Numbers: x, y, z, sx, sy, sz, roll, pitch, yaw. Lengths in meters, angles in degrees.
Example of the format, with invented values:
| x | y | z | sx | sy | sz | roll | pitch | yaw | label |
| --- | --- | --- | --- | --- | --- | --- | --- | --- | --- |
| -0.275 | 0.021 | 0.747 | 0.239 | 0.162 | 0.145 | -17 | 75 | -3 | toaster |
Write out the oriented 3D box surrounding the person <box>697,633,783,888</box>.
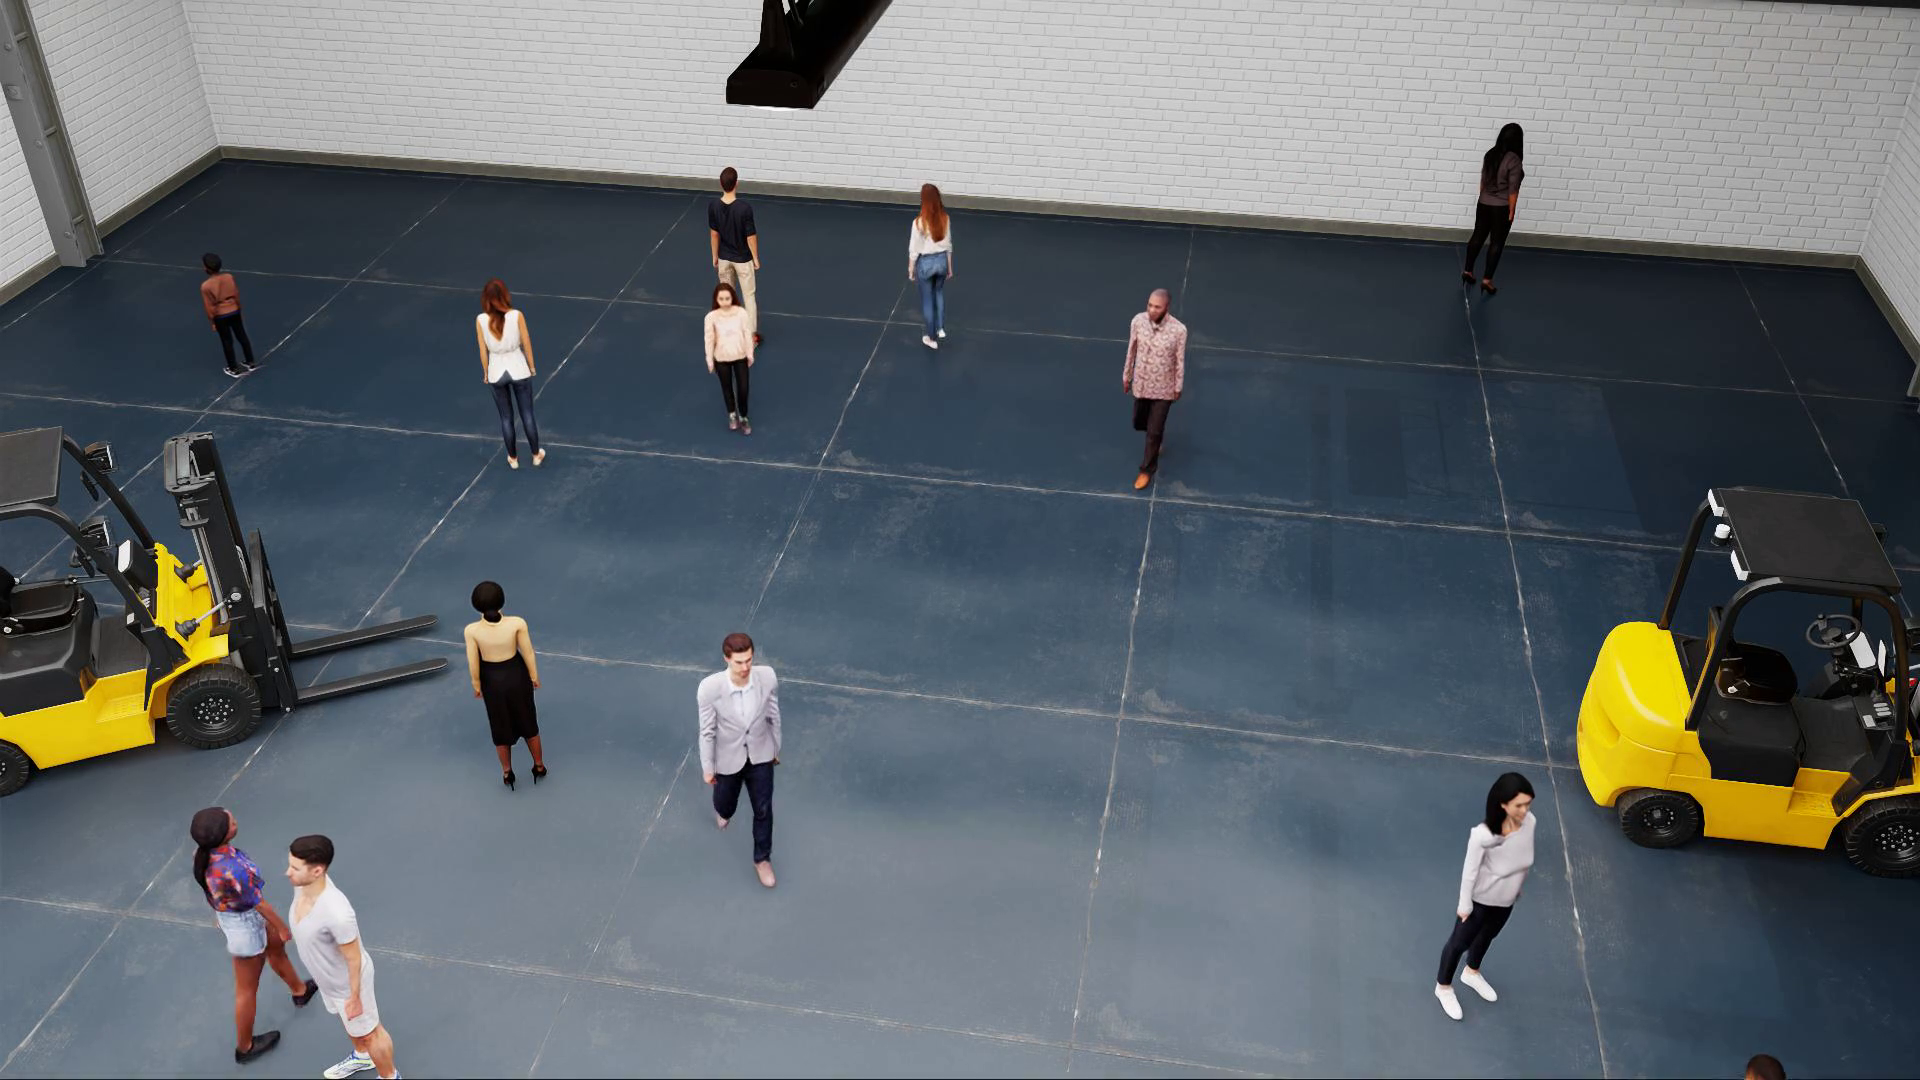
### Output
| x | y | z | sx | sy | sz | roll | pitch | yaw | label |
| --- | --- | --- | --- | --- | --- | --- | --- | --- | --- |
| -1.382 | 1.288 | 10.353 | 0.965 | 1.836 | 1.108 | -11 | 35 | -16 | person |

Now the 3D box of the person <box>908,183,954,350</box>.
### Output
| x | y | z | sx | sy | sz | roll | pitch | yaw | label |
| --- | --- | --- | --- | --- | --- | --- | --- | --- | --- |
| -0.235 | -2.665 | 16.408 | 0.700 | 1.717 | 0.742 | -15 | 37 | -22 | person |

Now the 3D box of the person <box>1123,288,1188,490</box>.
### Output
| x | y | z | sx | sy | sz | roll | pitch | yaw | label |
| --- | --- | --- | --- | --- | --- | --- | --- | --- | --- |
| 1.718 | -1.370 | 14.400 | 0.924 | 1.782 | 1.139 | 18 | 37 | 25 | person |

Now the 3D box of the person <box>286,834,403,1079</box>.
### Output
| x | y | z | sx | sy | sz | roll | pitch | yaw | label |
| --- | --- | --- | --- | --- | --- | --- | --- | --- | --- |
| -3.297 | 2.274 | 8.852 | 0.787 | 1.855 | 0.767 | -28 | 43 | -35 | person |

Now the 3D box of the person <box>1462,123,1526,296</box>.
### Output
| x | y | z | sx | sy | sz | roll | pitch | yaw | label |
| --- | --- | --- | --- | --- | --- | --- | --- | --- | --- |
| 5.640 | -3.493 | 17.545 | 0.808 | 1.838 | 0.743 | -20 | 39 | -27 | person |

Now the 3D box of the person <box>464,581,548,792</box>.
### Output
| x | y | z | sx | sy | sz | roll | pitch | yaw | label |
| --- | --- | --- | --- | --- | --- | --- | --- | --- | --- |
| -3.011 | 0.960 | 11.011 | 0.667 | 1.653 | 0.678 | -10 | 35 | -15 | person |

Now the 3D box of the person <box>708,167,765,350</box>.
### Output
| x | y | z | sx | sy | sz | roll | pitch | yaw | label |
| --- | --- | --- | --- | --- | --- | --- | --- | --- | --- |
| -2.222 | -2.782 | 16.457 | 0.628 | 1.856 | 0.520 | 7 | 34 | 10 | person |

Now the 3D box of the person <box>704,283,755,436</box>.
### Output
| x | y | z | sx | sy | sz | roll | pitch | yaw | label |
| --- | --- | --- | --- | --- | --- | --- | --- | --- | --- |
| -2.094 | -1.693 | 15.164 | 0.696 | 1.474 | 0.725 | -7 | 34 | -11 | person |

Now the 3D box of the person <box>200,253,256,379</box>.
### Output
| x | y | z | sx | sy | sz | roll | pitch | yaw | label |
| --- | --- | --- | --- | --- | --- | --- | --- | --- | --- |
| -7.108 | -2.188 | 16.109 | 0.645 | 1.252 | 0.541 | 24 | 40 | 31 | person |

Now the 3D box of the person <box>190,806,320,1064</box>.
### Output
| x | y | z | sx | sy | sz | roll | pitch | yaw | label |
| --- | --- | --- | --- | --- | --- | --- | --- | --- | --- |
| -4.003 | 2.188 | 9.109 | 0.867 | 1.715 | 1.023 | 24 | 41 | 32 | person |

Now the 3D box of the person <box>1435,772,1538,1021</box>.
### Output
| x | y | z | sx | sy | sz | roll | pitch | yaw | label |
| --- | --- | --- | --- | --- | --- | --- | --- | --- | --- |
| 2.996 | 1.986 | 9.426 | 0.698 | 1.700 | 0.734 | -16 | 37 | -23 | person |

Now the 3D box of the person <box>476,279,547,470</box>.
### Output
| x | y | z | sx | sy | sz | roll | pitch | yaw | label |
| --- | --- | --- | --- | --- | --- | --- | --- | --- | --- |
| -3.932 | -1.438 | 14.501 | 0.674 | 1.784 | 0.658 | -7 | 34 | -11 | person |
